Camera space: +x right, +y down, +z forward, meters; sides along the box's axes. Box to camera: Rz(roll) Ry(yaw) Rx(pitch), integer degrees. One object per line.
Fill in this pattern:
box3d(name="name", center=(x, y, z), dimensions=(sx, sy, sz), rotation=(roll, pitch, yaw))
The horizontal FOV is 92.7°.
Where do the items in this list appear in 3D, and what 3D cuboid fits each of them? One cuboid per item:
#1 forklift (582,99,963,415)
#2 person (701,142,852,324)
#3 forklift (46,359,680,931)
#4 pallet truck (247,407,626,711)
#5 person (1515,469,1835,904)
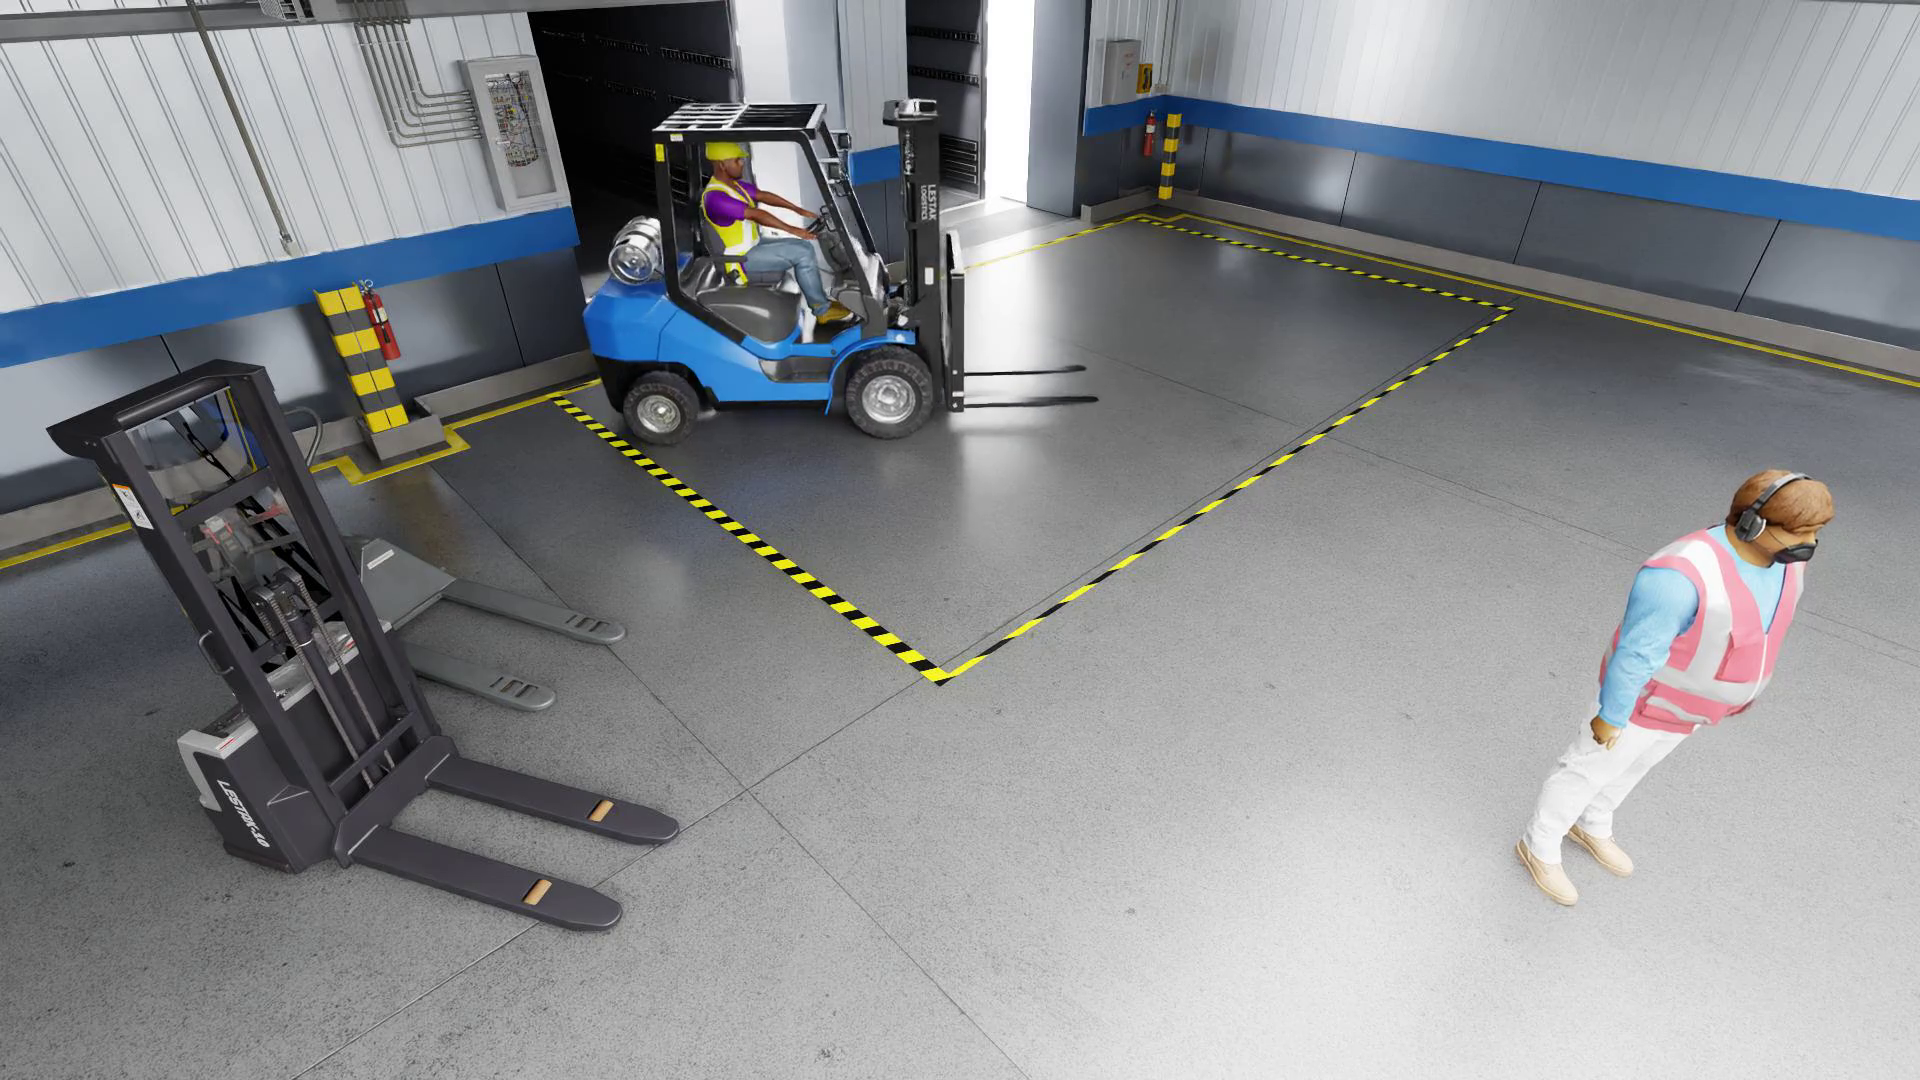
box3d(name="forklift", center=(-1.337, -2.040, 6.658), dimensions=(2.680, 2.036, 1.157), rotation=(-1, 34, -2))
box3d(name="person", center=(-1.277, -2.192, 6.548), dimensions=(1.004, 1.294, 0.635), rotation=(-1, 34, -2))
box3d(name="forklift", center=(-2.135, 0.422, 3.354), dimensions=(1.885, 1.965, 0.823), rotation=(10, 35, 14))
box3d(name="pallet truck", center=(-2.628, 0.038, 4.590), dimensions=(1.601, 1.201, 0.680), rotation=(12, 36, 18))
box3d(name="person", center=(2.529, 0.563, 3.284), dimensions=(0.622, 1.844, 0.431), rotation=(-12, 36, -17))
